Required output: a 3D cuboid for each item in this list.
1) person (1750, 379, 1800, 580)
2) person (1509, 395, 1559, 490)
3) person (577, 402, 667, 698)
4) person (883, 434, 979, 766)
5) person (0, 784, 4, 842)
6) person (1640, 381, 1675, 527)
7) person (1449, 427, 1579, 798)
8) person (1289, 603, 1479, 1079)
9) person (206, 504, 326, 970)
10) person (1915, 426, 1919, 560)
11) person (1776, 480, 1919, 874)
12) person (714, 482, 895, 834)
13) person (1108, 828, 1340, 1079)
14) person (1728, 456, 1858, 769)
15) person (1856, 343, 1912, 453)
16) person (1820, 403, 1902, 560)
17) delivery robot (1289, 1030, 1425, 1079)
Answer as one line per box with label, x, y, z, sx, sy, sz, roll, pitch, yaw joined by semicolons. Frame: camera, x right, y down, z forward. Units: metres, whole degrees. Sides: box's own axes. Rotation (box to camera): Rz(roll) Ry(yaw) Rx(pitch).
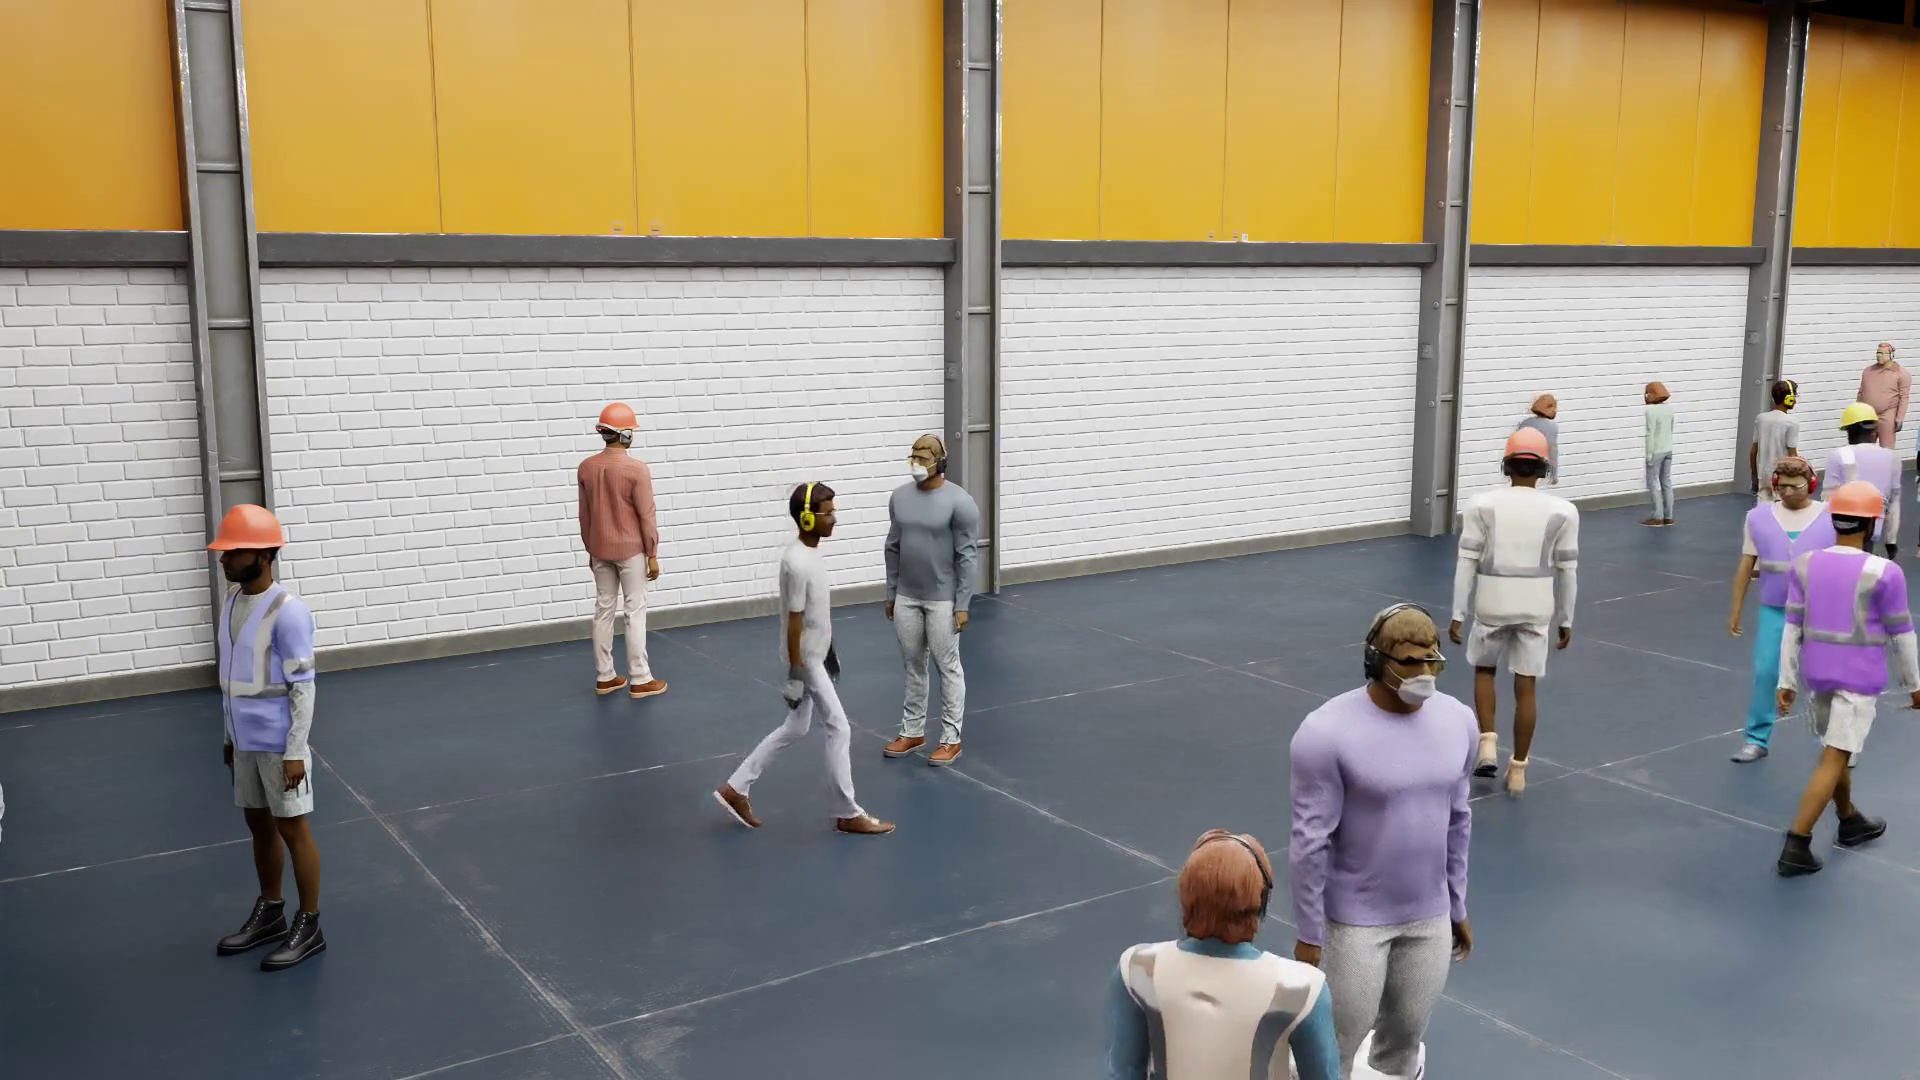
person;7.476;-0.536;15.253;0.319;1.870;0.521;-3;10;-19
person;5.902;-0.696;17.077;0.891;1.581;0.514;-4;10;-22
person;-2.284;0.071;11.214;0.611;1.995;0.375;5;10;26
person;-0.184;0.345;9.739;0.630;1.940;0.372;6;11;34
person;-5.037;0.701;8.202;0.311;1.735;0.483;5;11;29
person;7.798;-0.960;18.574;0.529;1.619;0.346;-7;12;-35
person;3.049;0.393;9.172;0.665;2.022;0.525;3;10;15
person;1.272;1.131;5.005;0.635;1.936;0.355;-4;10;-21
person;-2.901;0.811;6.921;0.545;1.942;0.354;6;11;34
person;9.635;-0.620;16.279;0.530;1.695;0.321;8;12;40
person;4.289;0.656;8.046;0.967;1.890;0.557;-5;11;-27
person;-0.827;0.607;8.482;0.887;1.842;0.526;0;9;-3
person;0.624;1.475;3.897;0.535;1.624;0.536;4;10;25
person;4.883;0.418;9.652;0.758;1.823;0.526;7;12;38
person;11.872;-1.590;21.484;0.406;1.910;0.639;-6;11;-33
person;6.562;-0.042;12.193;0.766;1.898;0.570;-2;10;-12
delivery robot;1.126;1.706;5.413;0.707;0.478;0.477;5;11;28
